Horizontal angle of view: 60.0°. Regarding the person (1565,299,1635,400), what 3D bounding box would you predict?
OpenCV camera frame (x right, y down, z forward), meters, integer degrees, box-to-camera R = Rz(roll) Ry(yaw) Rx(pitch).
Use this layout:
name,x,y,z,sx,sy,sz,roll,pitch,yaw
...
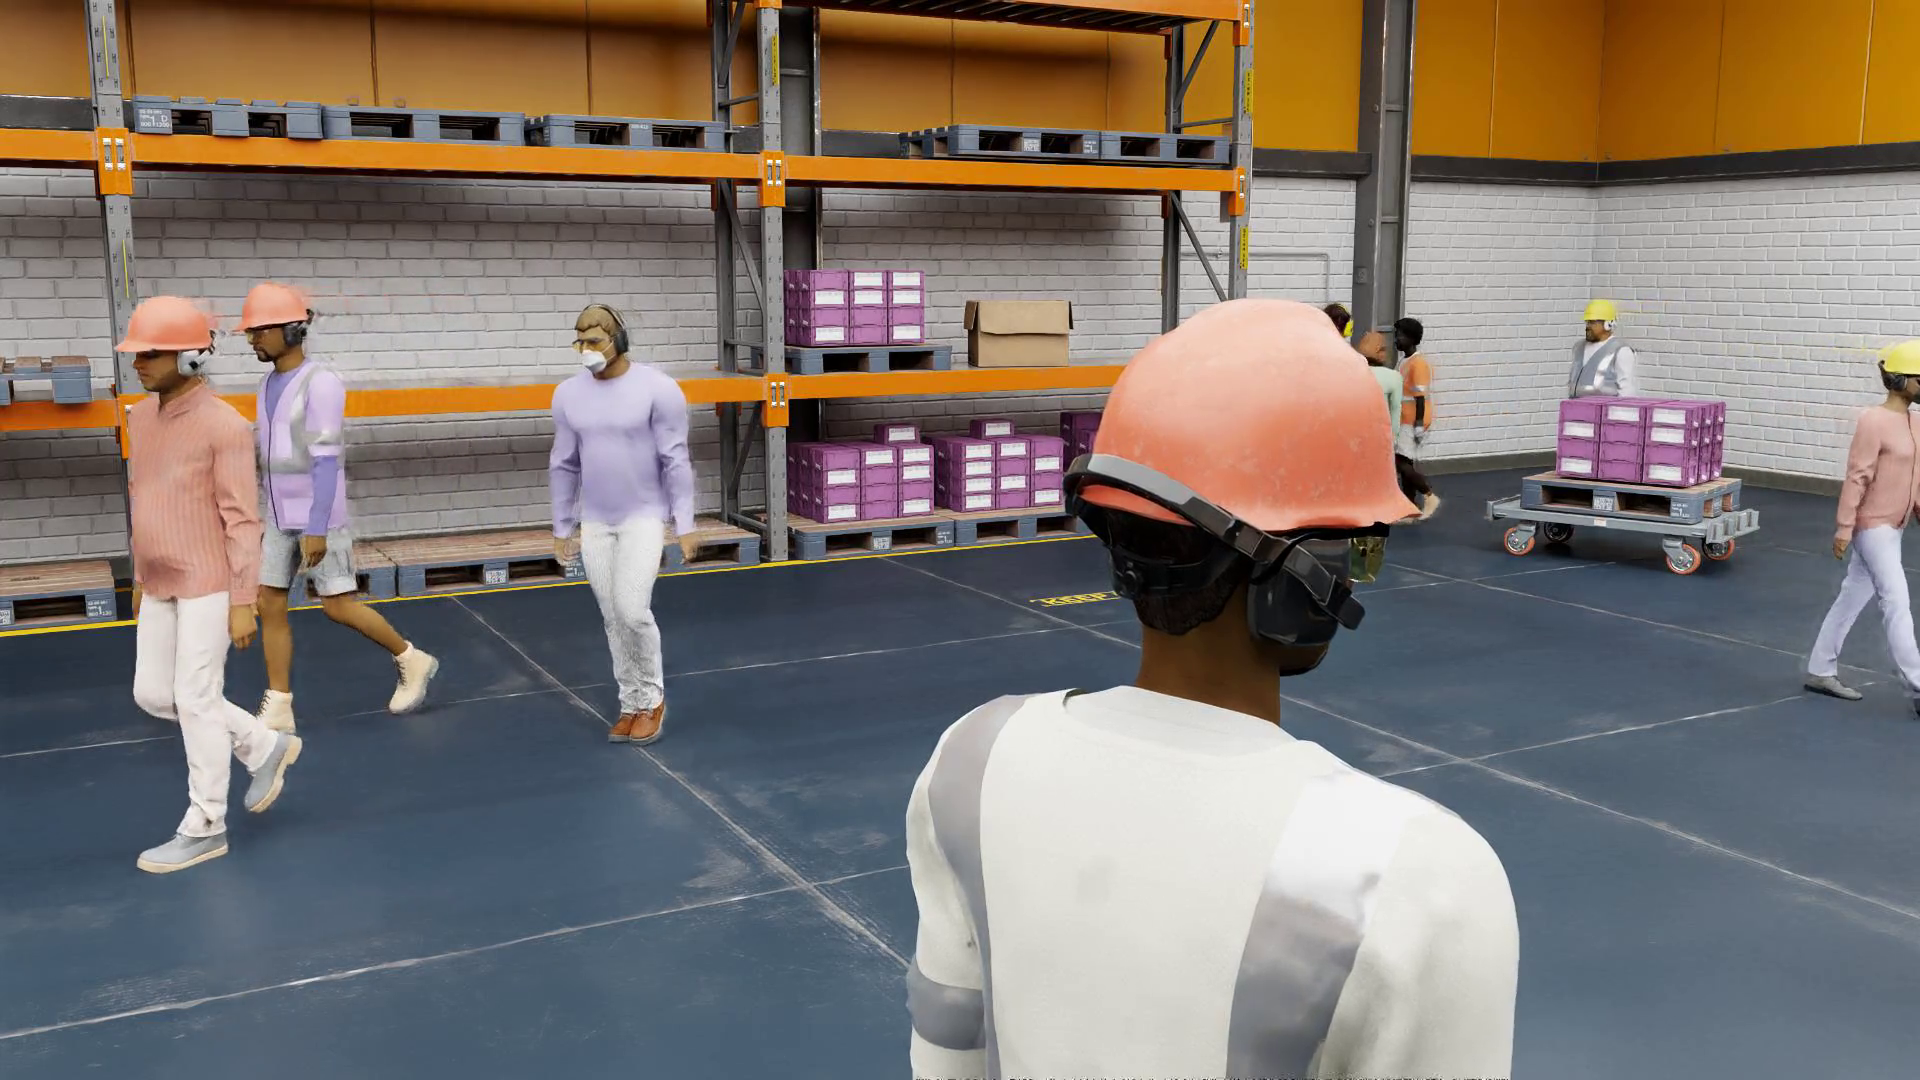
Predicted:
name,x,y,z,sx,sy,sz,roll,pitch,yaw
person,5.185,-1.051,13.561,0.456,1.817,0.598,-3,10,-20

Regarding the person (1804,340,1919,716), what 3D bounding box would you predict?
name,x,y,z,sx,sy,sz,roll,pitch,yaw
person,4.391,-0.053,7.721,0.548,1.720,0.867,-7,12,-38

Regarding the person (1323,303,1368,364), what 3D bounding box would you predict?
name,x,y,z,sx,sy,sz,roll,pitch,yaw
person,2.536,-0.676,11.246,0.556,1.821,0.947,6,11,32

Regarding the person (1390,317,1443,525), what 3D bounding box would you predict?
name,x,y,z,sx,sy,sz,roll,pitch,yaw
person,3.583,-0.929,13.244,0.386,1.685,0.534,1,9,4

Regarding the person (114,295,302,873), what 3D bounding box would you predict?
name,x,y,z,sx,sy,sz,roll,pitch,yaw
person,-2.629,0.139,5.816,0.639,1.979,0.606,6,11,33

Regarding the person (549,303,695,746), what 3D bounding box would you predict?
name,x,y,z,sx,sy,sz,roll,pitch,yaw
person,-1.485,-0.052,7.164,0.645,1.917,0.506,3,10,19

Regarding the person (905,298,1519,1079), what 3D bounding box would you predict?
name,x,y,z,sx,sy,sz,roll,pitch,yaw
person,0.234,0.805,1.561,0.614,2.042,0.373,9,13,43

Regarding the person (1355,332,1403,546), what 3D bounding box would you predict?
name,x,y,z,sx,sy,sz,roll,pitch,yaw
person,3.051,-0.766,12.514,0.516,1.590,0.811,2,10,14

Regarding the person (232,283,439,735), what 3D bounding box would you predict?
name,x,y,z,sx,sy,sz,roll,pitch,yaw
person,-2.833,-0.133,7.400,0.609,2.015,0.892,7,12,36
